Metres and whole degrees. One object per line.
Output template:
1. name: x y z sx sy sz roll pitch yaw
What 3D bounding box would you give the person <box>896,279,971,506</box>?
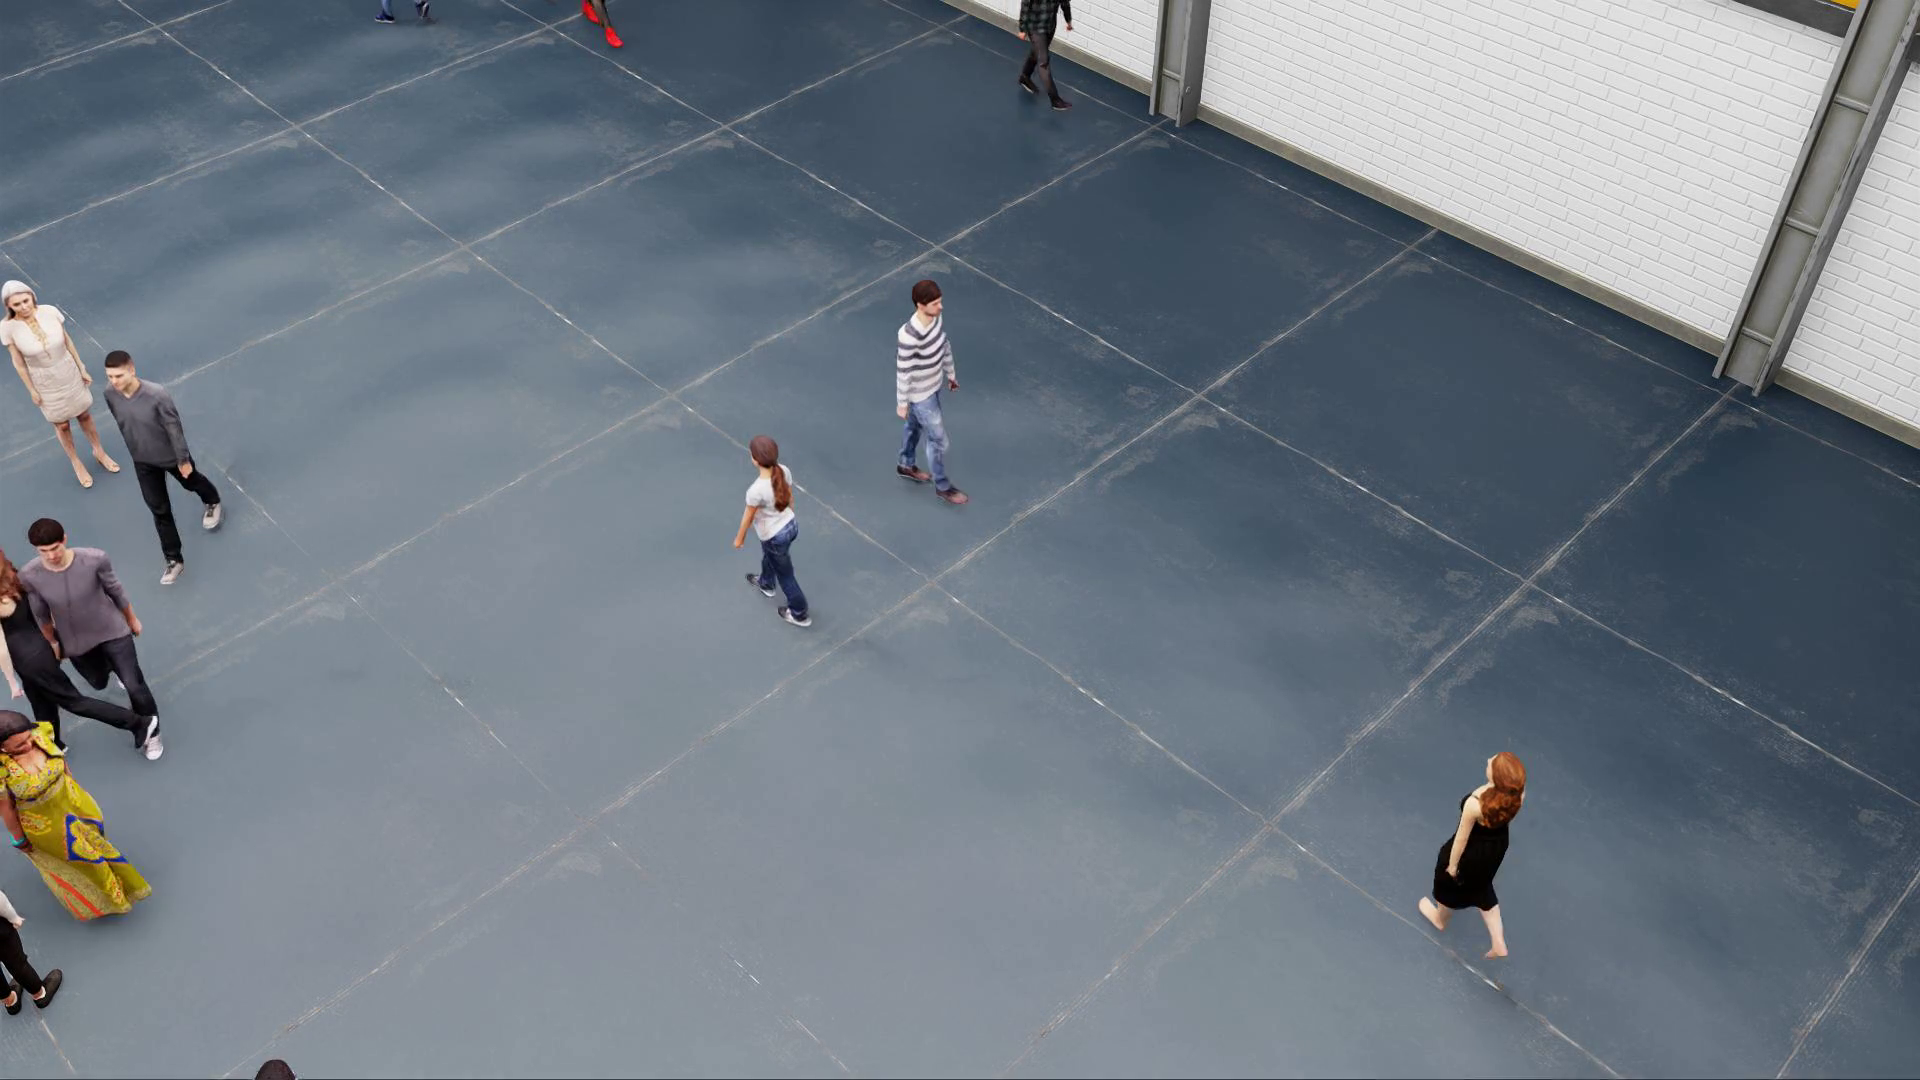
1. person: -0.351 -1.115 11.990 1.001 1.828 0.856 18 46 18

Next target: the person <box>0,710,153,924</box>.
1. person: -5.209 1.508 9.379 1.293 1.633 1.115 11 45 12

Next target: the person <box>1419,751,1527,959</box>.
1. person: 2.893 1.758 9.132 0.758 1.612 0.930 -16 46 -16

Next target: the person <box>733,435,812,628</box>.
1. person: -1.165 -0.021 11.053 0.909 1.539 0.655 23 48 22

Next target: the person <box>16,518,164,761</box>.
1. person: -5.352 0.522 10.276 0.964 1.823 1.177 -15 46 -15

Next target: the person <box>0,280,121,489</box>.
1. person: -6.571 -1.146 12.090 0.554 1.736 0.602 32 52 29

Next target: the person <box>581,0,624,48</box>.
1. person: -3.881 -6.122 17.287 0.743 1.773 1.227 -29 51 -27

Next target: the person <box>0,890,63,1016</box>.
1. person: -5.270 2.062 8.906 0.617 1.484 0.637 -8 44 -8

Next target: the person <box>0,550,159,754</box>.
1. person: -5.532 0.713 10.164 1.171 1.702 1.077 0 44 0

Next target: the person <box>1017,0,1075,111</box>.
1. person: 0.765 -5.093 16.242 0.716 1.679 1.046 -33 52 -30

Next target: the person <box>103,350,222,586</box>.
1. person: -5.519 -0.632 11.567 1.128 1.714 1.194 0 44 0

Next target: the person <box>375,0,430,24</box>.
1. person: -6.012 -6.081 17.627 0.882 1.244 0.747 7 44 7
